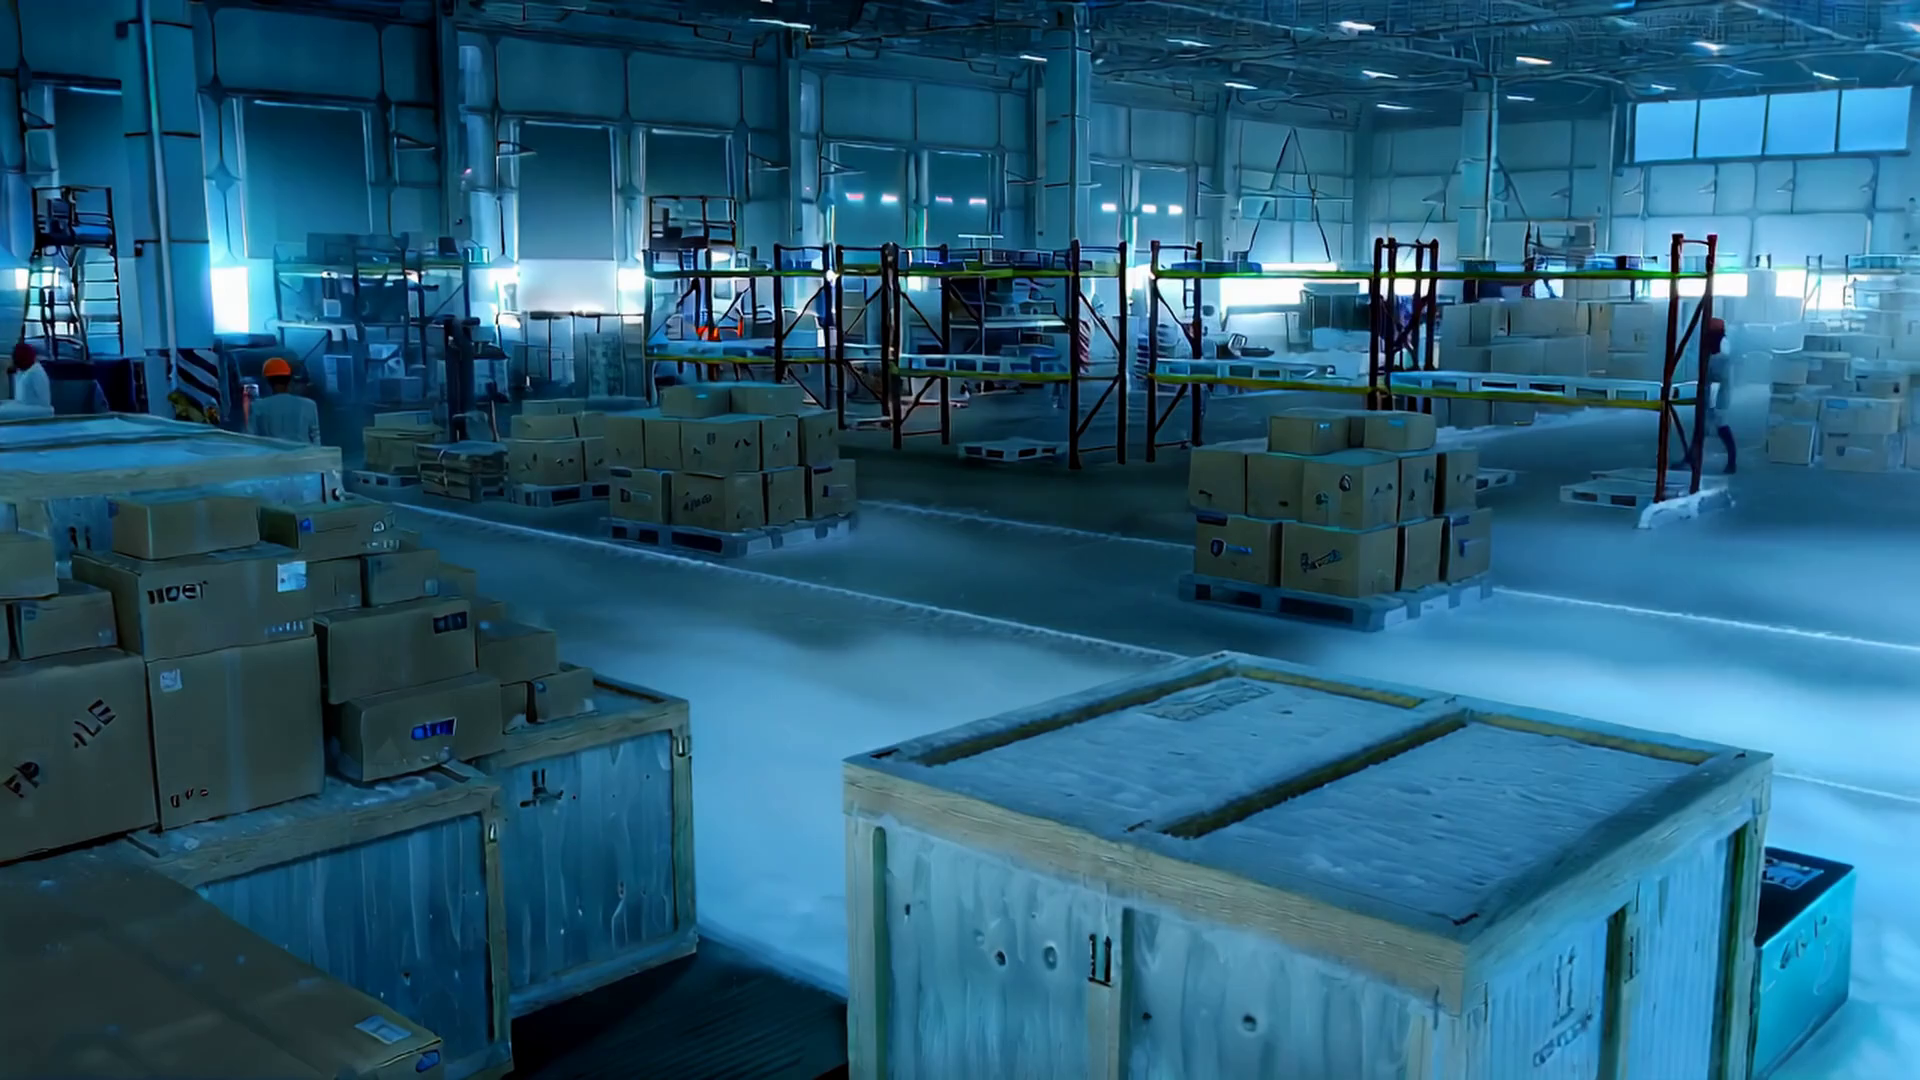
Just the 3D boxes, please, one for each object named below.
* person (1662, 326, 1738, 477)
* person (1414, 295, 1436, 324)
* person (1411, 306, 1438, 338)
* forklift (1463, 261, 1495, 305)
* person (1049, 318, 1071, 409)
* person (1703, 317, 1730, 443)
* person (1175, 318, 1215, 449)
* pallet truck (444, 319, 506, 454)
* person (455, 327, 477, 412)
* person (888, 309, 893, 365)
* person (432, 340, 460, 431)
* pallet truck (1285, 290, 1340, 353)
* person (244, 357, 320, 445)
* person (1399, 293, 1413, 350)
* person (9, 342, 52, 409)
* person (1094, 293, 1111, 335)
[{"bbox_3d":[9.584,-1.778,21.368,0.982,1.914,0.637,7,12,38],"label":"person"},{"bbox_3d":[13.271,-6.039,47.452,0.630,1.940,0.372,5,10,27],"label":"person"},{"bbox_3d":[9.266,-3.728,33.344,0.558,1.918,0.611,7,12,38],"label":"person"},{"bbox_3d":[11.998,-5.079,38.683,1.873,2.768,1.129,9,13,43],"label":"forklift"},{"bbox_3d":[1.927,-3.335,31.485,0.484,1.738,0.319,2,9,9],"label":"person"},{"bbox_3d":[11.564,-2.444,25.473,0.598,1.917,0.378,-9,13,-44],"label":"person"},{"bbox_3d":[3.495,-2.324,24.673,0.630,1.940,0.372,-3,10,-19],"label":"person"},{"bbox_3d":[-6.981,-1.942,22.150,1.885,1.965,0.823,1,9,9],"label":"pallet truck"},{"bbox_3d":[-7.989,-2.614,26.733,0.341,1.846,0.511,4,10,21],"label":"person"},{"bbox_3d":[-1.736,-5.264,43.648,0.313,1.633,0.522,3,10,20],"label":"person"},{"bbox_3d":[-7.221,-1.944,23.174,0.835,1.652,0.557,0,9,0],"label":"person"},{"bbox_3d":[11.297,-6.951,52.861,1.885,1.965,0.823,-5,11,-29],"label":"pallet truck"},{"bbox_3d":[-5.683,-0.572,14.003,0.587,1.918,0.398,-4,10,-22],"label":"person"},{"bbox_3d":[14.577,-7.100,54.125,0.574,1.883,0.355,-1,9,-8],"label":"person"},{"bbox_3d":[-10.792,-1.418,19.504,0.803,1.814,0.623,-8,12,-40],"label":"person"},{"bbox_3d":[4.403,-6.645,51.209,0.543,1.929,0.387,-1,9,-9],"label":"person"}]
